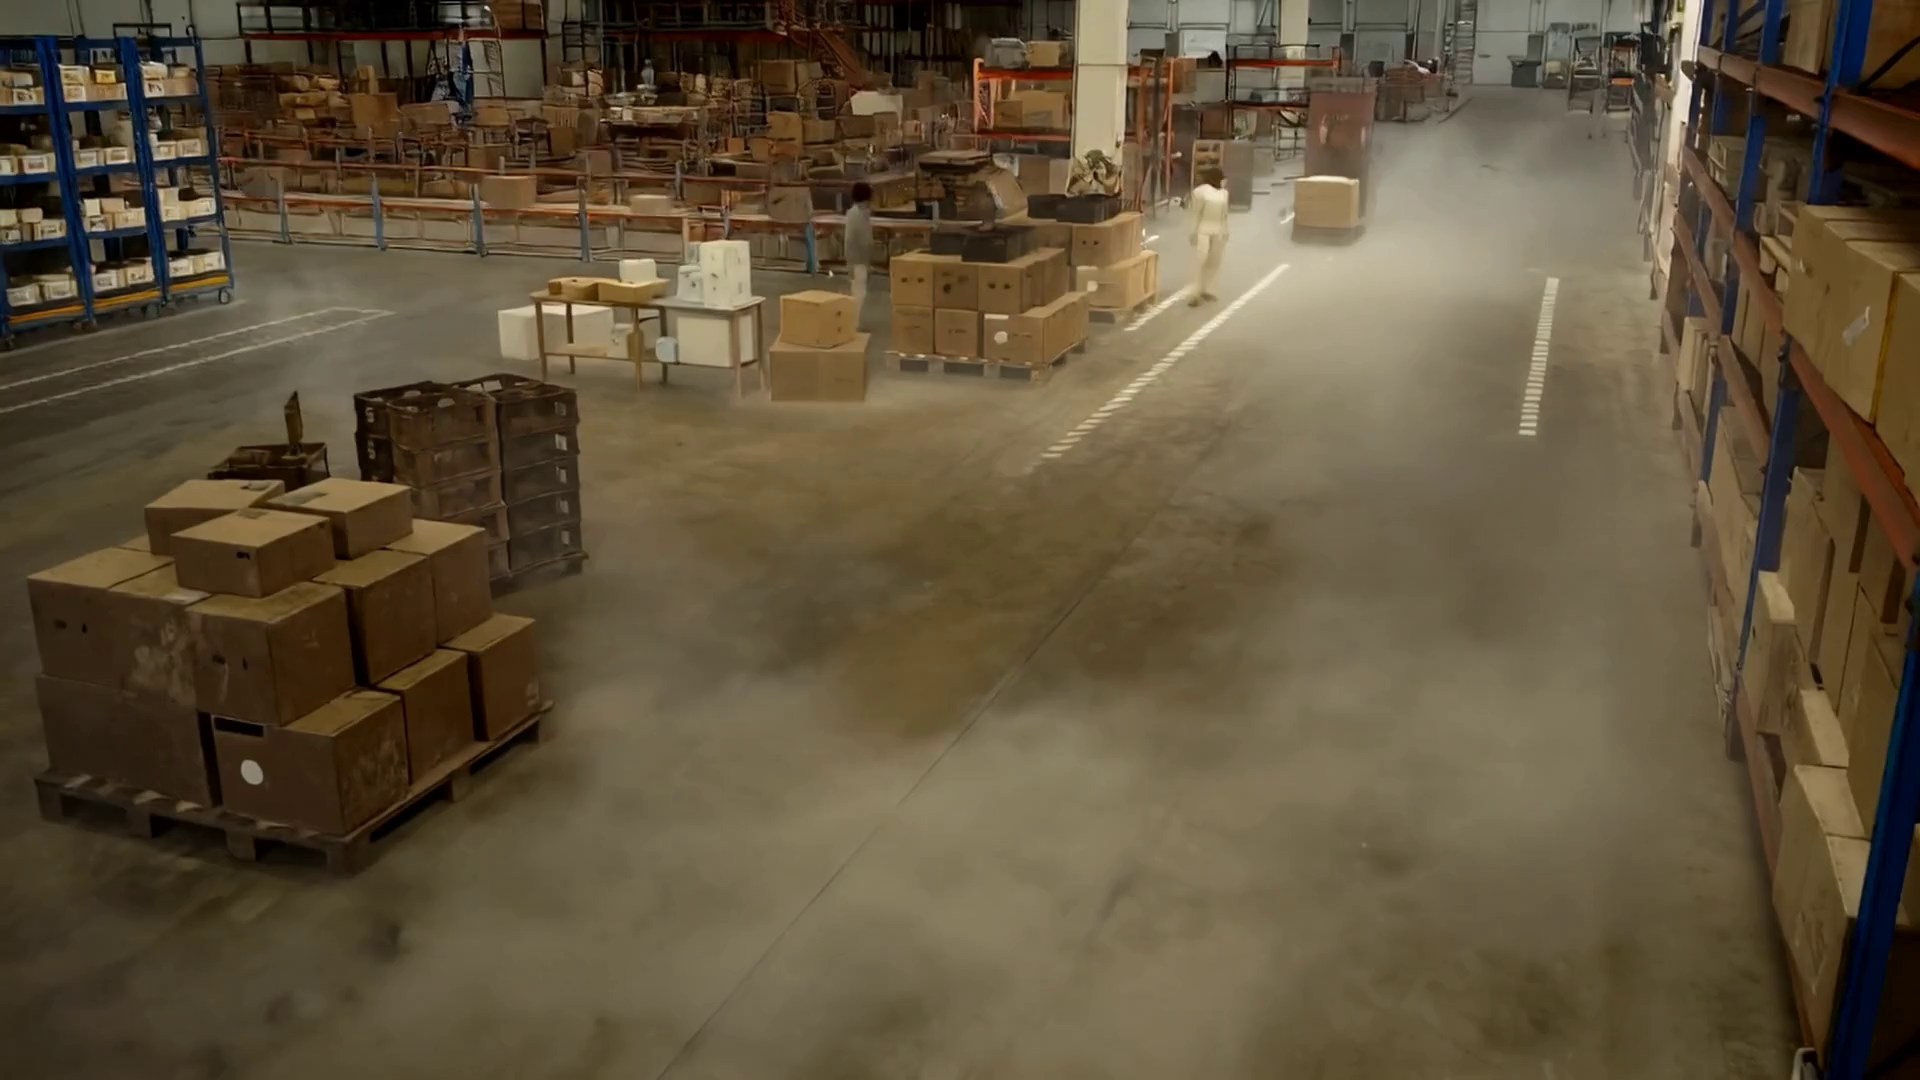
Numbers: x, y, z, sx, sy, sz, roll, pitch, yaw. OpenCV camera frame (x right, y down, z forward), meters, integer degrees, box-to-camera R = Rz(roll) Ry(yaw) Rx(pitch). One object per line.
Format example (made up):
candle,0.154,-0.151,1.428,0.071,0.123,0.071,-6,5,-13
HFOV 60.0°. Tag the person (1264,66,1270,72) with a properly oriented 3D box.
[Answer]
person,12.218,-18.166,66.931,0.788,1.847,0.514,-5,18,-15

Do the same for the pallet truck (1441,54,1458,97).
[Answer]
pallet truck,22.765,-21.886,78.355,0.823,1.965,1.885,-4,18,-14

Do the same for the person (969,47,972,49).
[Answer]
person,0.571,-27.521,96.173,0.391,1.931,0.546,12,21,34

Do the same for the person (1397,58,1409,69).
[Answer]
person,19.574,-20.349,73.703,0.632,1.904,0.511,-8,19,-25

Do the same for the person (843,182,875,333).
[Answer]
person,-1.304,-3.466,20.576,0.702,1.944,0.682,9,20,26

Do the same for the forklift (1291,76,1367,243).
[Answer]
forklift,6.598,-6.755,29.381,1.129,2.768,1.873,6,19,19

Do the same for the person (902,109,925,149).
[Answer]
person,-1.111,-9.630,40.409,0.547,1.640,0.882,7,19,21

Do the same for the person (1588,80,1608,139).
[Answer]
person,20.342,-13.712,52.967,0.540,1.823,0.971,16,24,41

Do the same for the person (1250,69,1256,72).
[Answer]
person,10.018,-15.244,57.418,0.695,2.000,0.590,-16,24,-41

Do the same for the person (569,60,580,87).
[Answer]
person,-16.799,-19.995,72.601,0.355,1.883,0.574,12,21,33

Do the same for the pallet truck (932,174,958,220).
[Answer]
pallet truck,-0.507,-5.292,27.348,0.653,1.274,1.630,6,19,19

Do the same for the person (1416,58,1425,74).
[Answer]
person,20.324,-20.230,73.283,0.648,1.911,0.737,-14,22,-37

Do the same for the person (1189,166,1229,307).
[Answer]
person,3.409,-4.175,22.889,0.718,1.898,0.362,-13,22,-35

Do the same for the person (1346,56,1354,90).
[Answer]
person,20.017,-23.981,85.424,0.538,1.695,0.319,-14,22,-37

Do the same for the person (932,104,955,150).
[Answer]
person,-0.375,-9.285,39.038,0.591,1.829,0.404,-7,19,-22

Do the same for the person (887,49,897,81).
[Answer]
person,-3.937,-27.660,96.842,0.625,1.798,0.971,-8,19,-22

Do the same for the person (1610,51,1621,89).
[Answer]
person,33.517,-24.009,85.121,0.543,1.939,0.360,3,18,9

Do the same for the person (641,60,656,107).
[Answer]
person,-12.548,-18.284,66.980,0.607,2.034,0.396,-12,21,-32

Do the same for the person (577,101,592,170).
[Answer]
person,-9.501,-10.112,41.746,0.637,1.746,0.553,-16,23,-40

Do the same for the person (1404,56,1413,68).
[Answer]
person,21.320,-22.191,79.593,0.621,1.834,0.430,-6,19,-19
